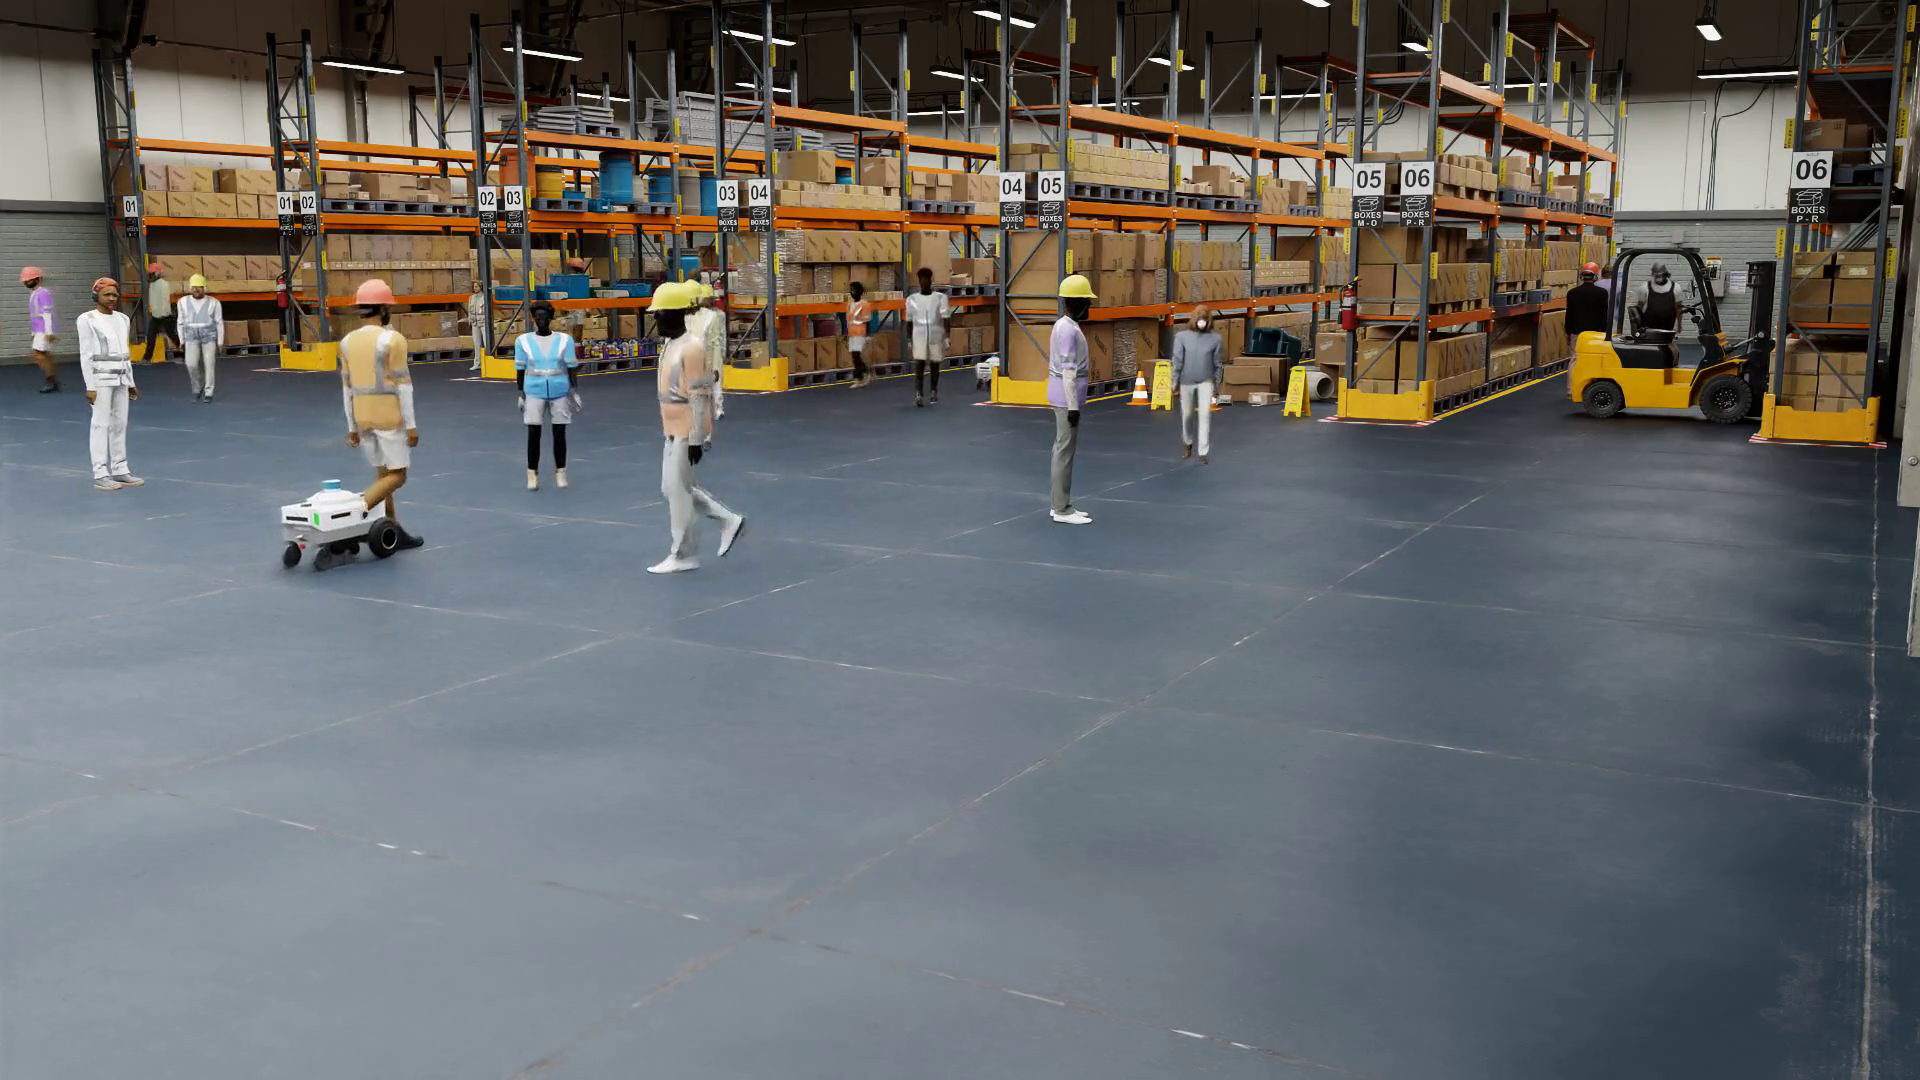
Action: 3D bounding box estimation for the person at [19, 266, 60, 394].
[{"bbox_3d":[-13.859,-3.150,25.040,0.467,1.914,0.589,-9,13,-42],"label":"person"}]

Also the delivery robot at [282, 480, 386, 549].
[{"bbox_3d":[-4.239,-0.165,11.274,0.477,0.478,0.707,4,10,22],"label":"delivery robot"}]

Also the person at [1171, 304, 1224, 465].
[{"bbox_3d":[2.398,-1.586,16.805,0.503,1.602,0.786,2,10,10],"label":"person"}]

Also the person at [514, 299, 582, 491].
[{"bbox_3d":[-3.668,-1.287,14.780,0.553,1.695,0.316,-3,10,-17],"label":"person"}]

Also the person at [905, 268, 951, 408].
[{"bbox_3d":[-0.442,-2.805,23.065,0.622,1.916,1.023,0,10,-1],"label":"person"}]

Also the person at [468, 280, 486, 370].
[{"bbox_3d":[-8.717,-3.899,30.241,0.513,1.641,0.307,4,10,21],"label":"person"}]

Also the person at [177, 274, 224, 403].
[{"bbox_3d":[-10.706,-2.832,23.455,0.619,1.819,0.497,-3,10,-16],"label":"person"}]

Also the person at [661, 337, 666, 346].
[{"bbox_3d":[-6.402,-5.165,37.043,0.517,1.854,0.649,4,10,22],"label":"person"}]

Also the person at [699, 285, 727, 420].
[{"bbox_3d":[-3.171,-2.348,20.971,0.496,1.702,0.886,-2,10,-14],"label":"person"}]

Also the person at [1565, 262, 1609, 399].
[{"bbox_3d":[9.061,-3.013,24.057,0.605,1.986,0.402,8,13,40],"label":"person"}]

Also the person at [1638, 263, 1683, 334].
[{"bbox_3d":[11.897,-3.766,28.291,0.694,2.000,0.987,2,10,14],"label":"person"}]

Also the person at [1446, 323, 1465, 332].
[{"bbox_3d":[9.521,-4.351,32.322,0.524,1.827,0.916,7,12,35],"label":"person"}]

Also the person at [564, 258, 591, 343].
[{"bbox_3d":[-7.958,-4.850,34.670,0.647,2.022,0.449,5,11,29],"label":"person"}]

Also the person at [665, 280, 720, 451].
[{"bbox_3d":[-2.850,-1.853,17.728,0.586,1.823,0.403,0,10,-2],"label":"person"}]

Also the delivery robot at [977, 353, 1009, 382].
[{"bbox_3d":[0.554,-2.681,26.005,0.477,0.478,0.707,6,11,30],"label":"delivery robot"}]

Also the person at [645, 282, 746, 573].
[{"bbox_3d":[-1.757,-0.733,10.930,0.614,1.910,0.588,-5,11,-25],"label":"person"}]

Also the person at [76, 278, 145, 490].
[{"bbox_3d":[-7.600,-1.396,14.878,0.354,1.881,0.576,2,10,14],"label":"person"}]

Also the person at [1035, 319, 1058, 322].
[{"bbox_3d":[1.541,-3.912,29.888,0.998,1.779,0.615,1,10,6],"label":"person"}]

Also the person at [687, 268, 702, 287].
[{"bbox_3d":[-4.232,-3.382,26.506,0.625,1.871,1.067,2,10,9],"label":"person"}]

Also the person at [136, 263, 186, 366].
[{"bbox_3d":[-15.250,-4.310,31.767,0.633,1.947,1.015,7,12,34],"label":"person"}]

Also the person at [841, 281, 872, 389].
[{"bbox_3d":[-1.623,-3.182,25.923,0.370,1.684,0.539,-7,12,-35],"label":"person"}]

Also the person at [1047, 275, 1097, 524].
[{"bbox_3d":[0.867,-1.094,12.971,0.378,1.928,0.585,0,10,2],"label":"person"}]

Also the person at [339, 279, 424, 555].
[{"bbox_3d":[-4.046,-0.829,11.464,0.558,1.922,0.743,5,11,28],"label":"person"}]

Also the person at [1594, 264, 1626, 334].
[{"bbox_3d":[11.141,-3.782,28.698,0.627,1.934,0.371,5,11,25],"label":"person"}]
